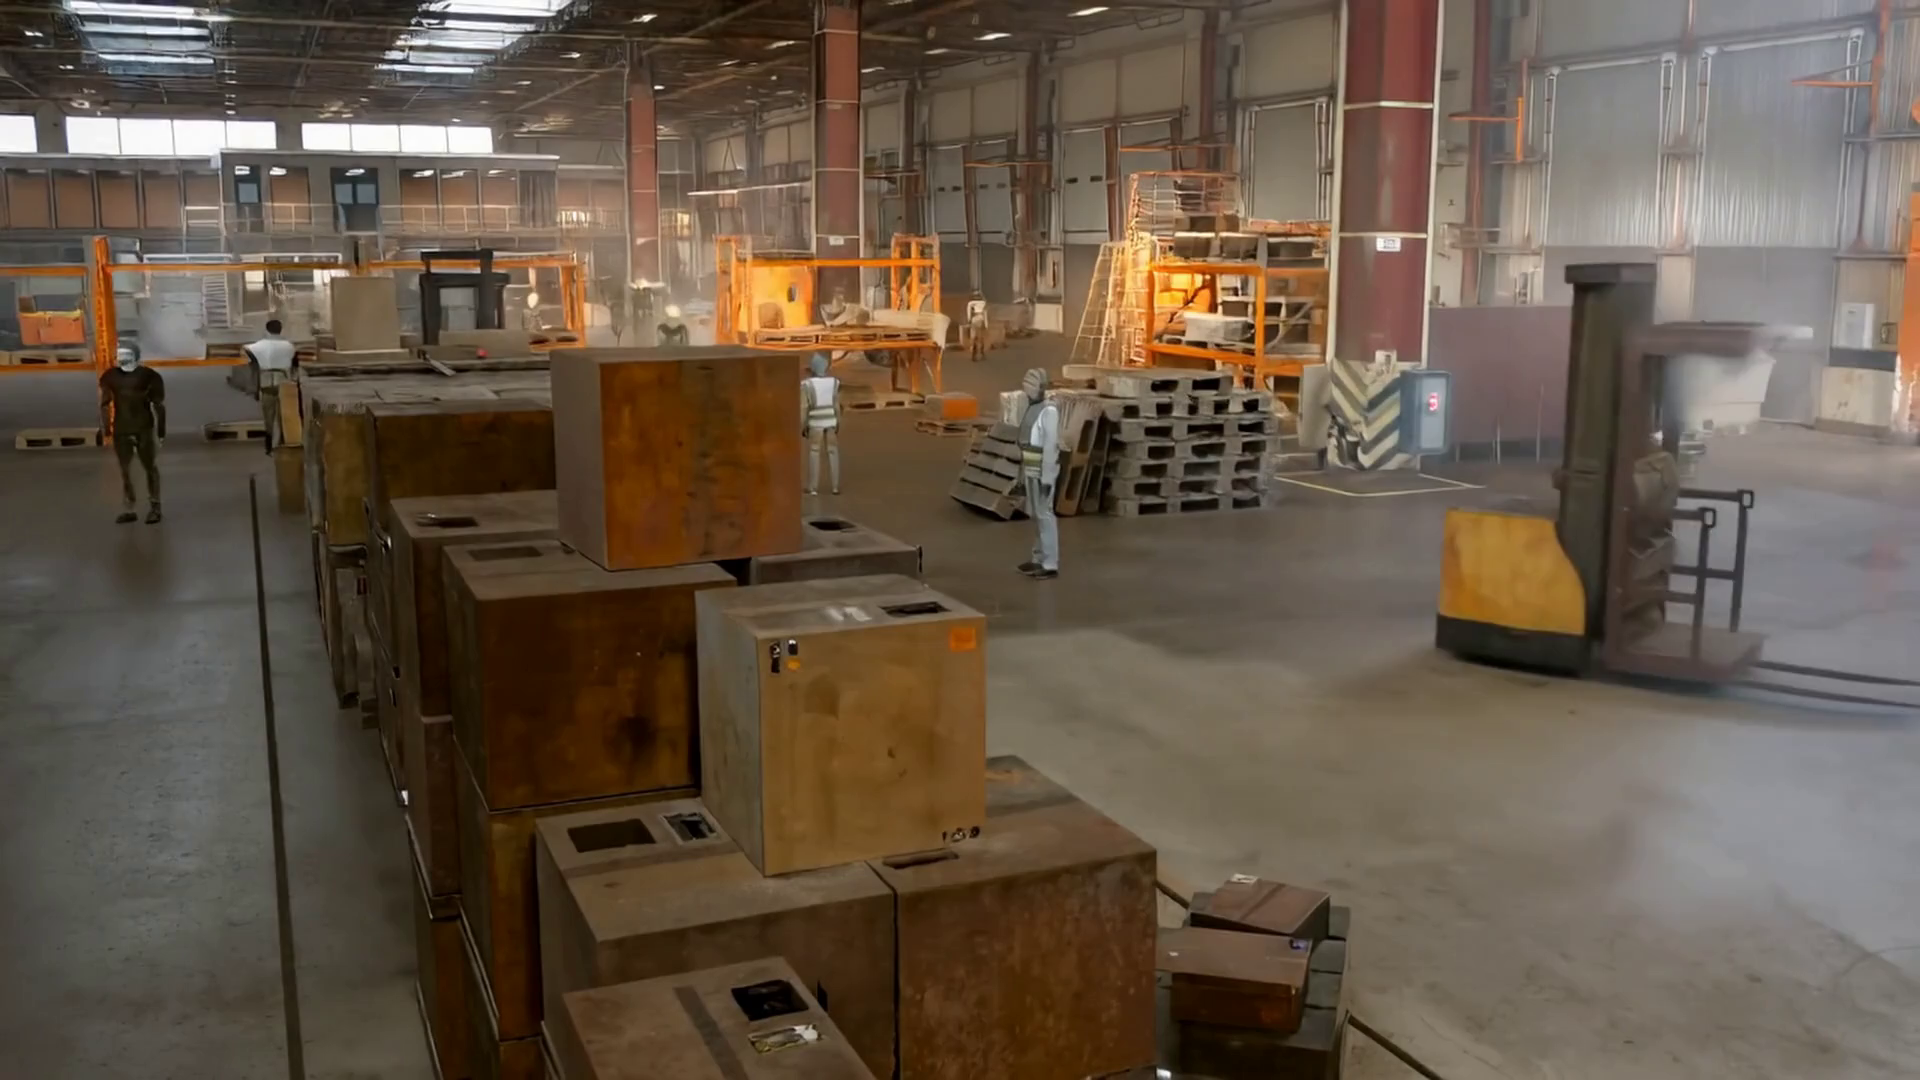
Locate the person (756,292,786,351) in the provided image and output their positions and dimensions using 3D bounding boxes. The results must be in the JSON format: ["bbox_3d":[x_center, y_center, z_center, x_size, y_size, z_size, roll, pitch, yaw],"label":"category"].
[{"bbox_3d":[-4.197,-4.637,37.218,0.653,1.794,0.961,2,10,11],"label":"person"}]

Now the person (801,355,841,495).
[{"bbox_3d":[-1.624,-1.339,19.490,0.522,1.640,0.306,-6,12,-30],"label":"person"}]

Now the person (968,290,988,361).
[{"bbox_3d":[0.440,-5.287,40.958,0.484,1.745,0.297,0,10,1],"label":"person"}]

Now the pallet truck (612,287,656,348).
[{"bbox_3d":[-6.464,-4.406,35.401,0.823,1.965,1.885,6,12,32],"label":"pallet truck"}]

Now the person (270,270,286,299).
[{"bbox_3d":[-23.025,-8.152,56.226,0.376,1.934,0.547,10,14,43],"label":"person"}]

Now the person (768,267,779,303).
[{"bbox_3d":[-7.169,-9.502,63.722,0.427,1.908,0.606,6,12,28],"label":"person"}]

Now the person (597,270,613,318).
[{"bbox_3d":[-13.362,-9.245,62.535,0.645,1.820,0.689,3,11,18],"label":"person"}]

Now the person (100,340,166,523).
[{"bbox_3d":[-8.714,-1.138,17.552,0.635,1.937,0.352,-1,10,-6],"label":"person"}]

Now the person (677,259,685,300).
[{"bbox_3d":[-13.659,-12.720,81.232,0.395,1.992,0.622,-7,12,-33],"label":"person"}]

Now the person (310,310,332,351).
[{"bbox_3d":[-10.567,-2.925,27.740,0.514,1.824,0.655,6,12,29],"label":"person"}]

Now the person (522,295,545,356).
[{"bbox_3d":[-9.794,-4.762,38.183,0.539,1.698,0.319,1,10,3],"label":"person"}]

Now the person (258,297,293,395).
[{"bbox_3d":[-13.052,-3.723,31.956,1.012,1.889,0.649,-10,14,-43],"label":"person"}]

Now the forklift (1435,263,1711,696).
[{"bbox_3d":[4.444,-0.521,11.556,1.873,2.768,1.129,8,13,37],"label":"forklift"}]

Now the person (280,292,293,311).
[{"bbox_3d":[-14.433,-4.389,35.709,0.329,1.861,0.504,2,10,9],"label":"person"}]

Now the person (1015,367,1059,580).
[{"bbox_3d":[0.699,-0.588,14.711,0.351,1.878,0.568,-3,11,-15],"label":"person"}]

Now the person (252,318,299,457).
[{"bbox_3d":[-9.408,-2.090,22.904,0.597,1.906,0.414,-6,12,-29],"label":"person"}]

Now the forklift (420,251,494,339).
[{"bbox_3d":[-6.898,-2.600,23.016,1.129,2.768,1.873,-4,11,-23],"label":"forklift"}]

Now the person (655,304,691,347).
[{"bbox_3d":[-4.782,-3.003,27.939,0.607,1.896,0.735,-6,12,-30],"label":"person"}]

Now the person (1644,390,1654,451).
[{"bbox_3d":[6.338,-0.855,15.986,0.342,1.942,0.552,-10,14,-44],"label":"person"}]
